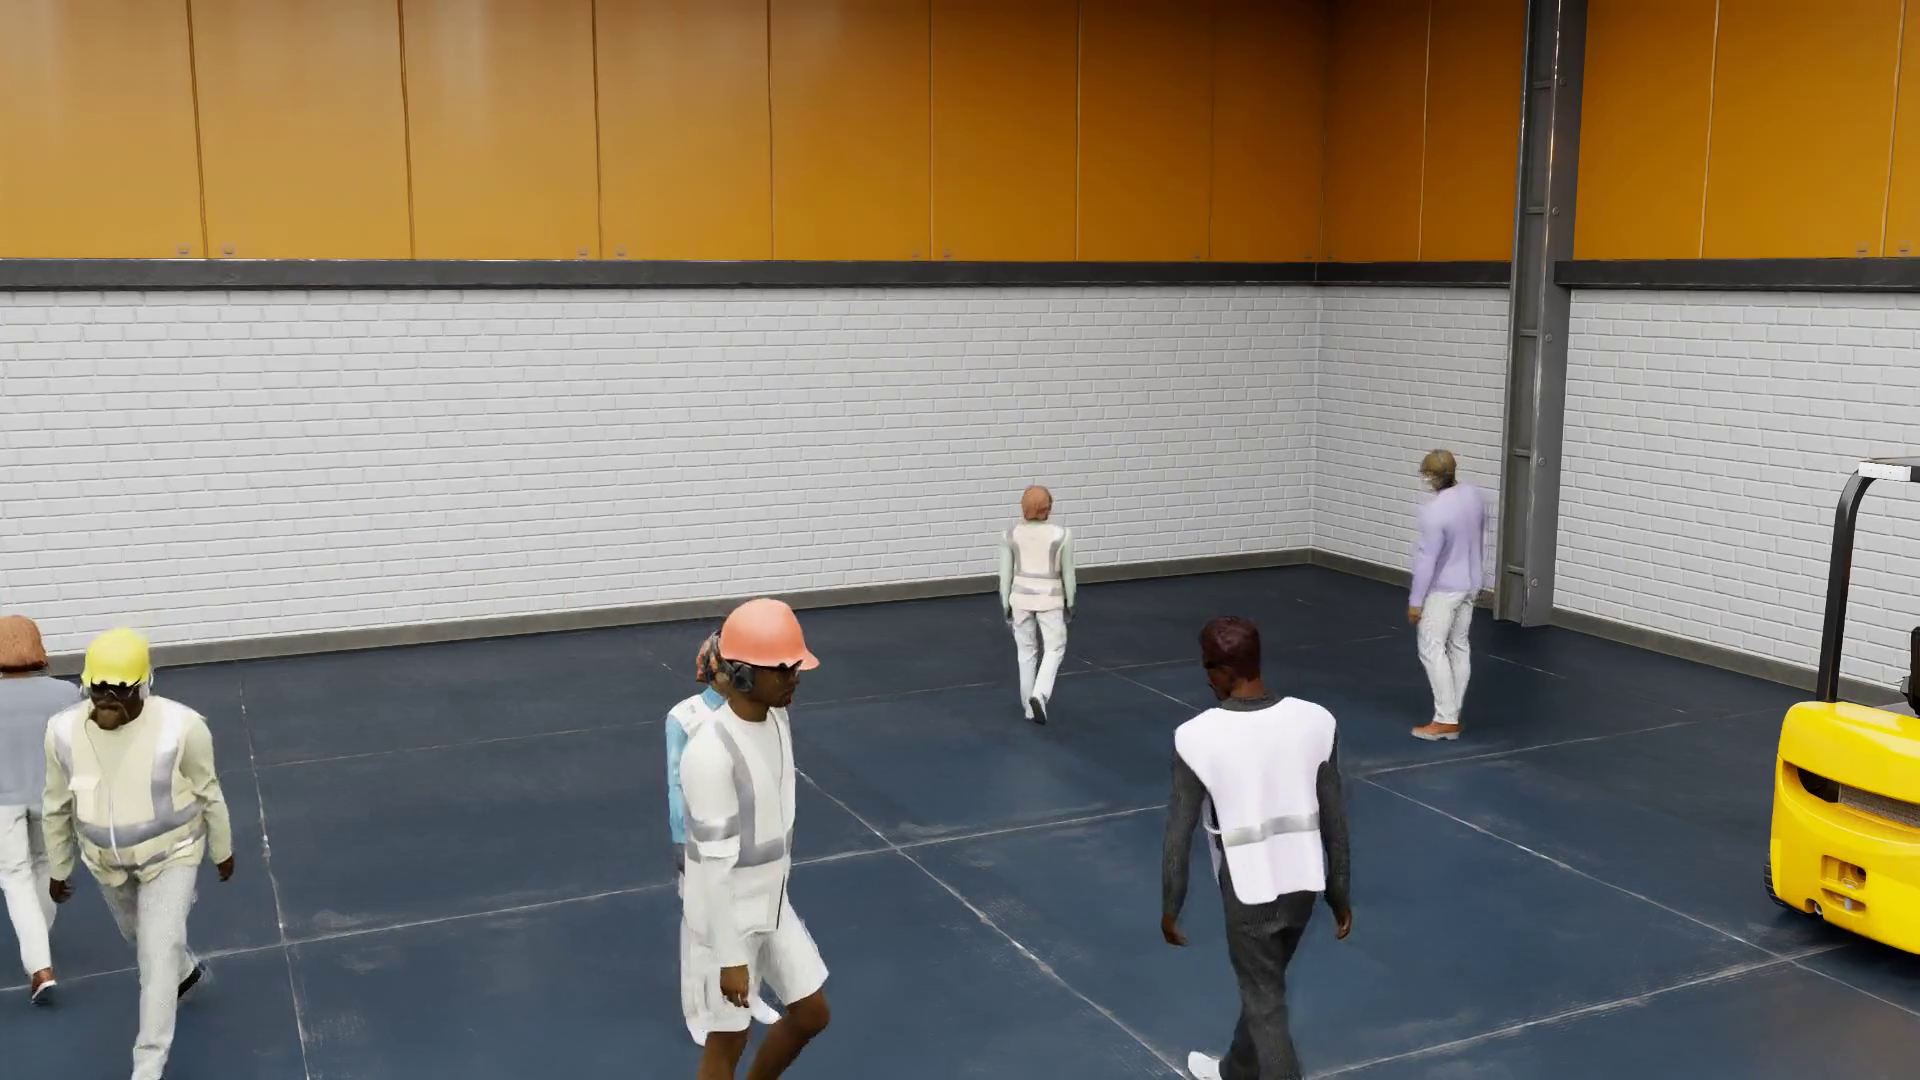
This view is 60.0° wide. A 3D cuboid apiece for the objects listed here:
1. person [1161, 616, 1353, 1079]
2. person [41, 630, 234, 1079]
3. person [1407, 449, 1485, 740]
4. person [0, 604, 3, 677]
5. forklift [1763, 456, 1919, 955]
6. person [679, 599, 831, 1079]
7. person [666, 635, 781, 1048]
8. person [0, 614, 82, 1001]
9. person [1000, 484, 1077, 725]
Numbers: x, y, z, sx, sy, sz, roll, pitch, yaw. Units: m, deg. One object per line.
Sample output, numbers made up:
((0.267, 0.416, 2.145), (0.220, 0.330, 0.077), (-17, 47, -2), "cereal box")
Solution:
((0.986, 1.188, 5.729), (0.617, 1.864, 0.892), (-3, 10, -19), "person")
((-3.083, 1.151, 6.298), (0.620, 1.774, 0.976), (0, 9, -1), "person")
((3.199, 0.355, 10.838), (0.715, 1.899, 0.373), (-8, 12, -40), "person")
((-5.406, 0.772, 9.040), (0.499, 1.632, 0.285), (0, 9, 0), "person")
((4.857, 0.731, 7.561), (2.313, 2.155, 1.214), (-4, 10, -25), "forklift")
((-0.663, 1.185, 5.279), (0.456, 2.026, 0.629), (4, 10, 21), "person")
((-0.933, 1.162, 6.602), (0.511, 1.639, 0.308), (-9, 13, -43), "person")
((-3.974, 1.111, 7.077), (0.496, 1.588, 0.868), (-8, 12, -41), "person")
((0.503, 0.446, 11.067), (0.524, 1.624, 0.544), (3, 9, 15), "person")
